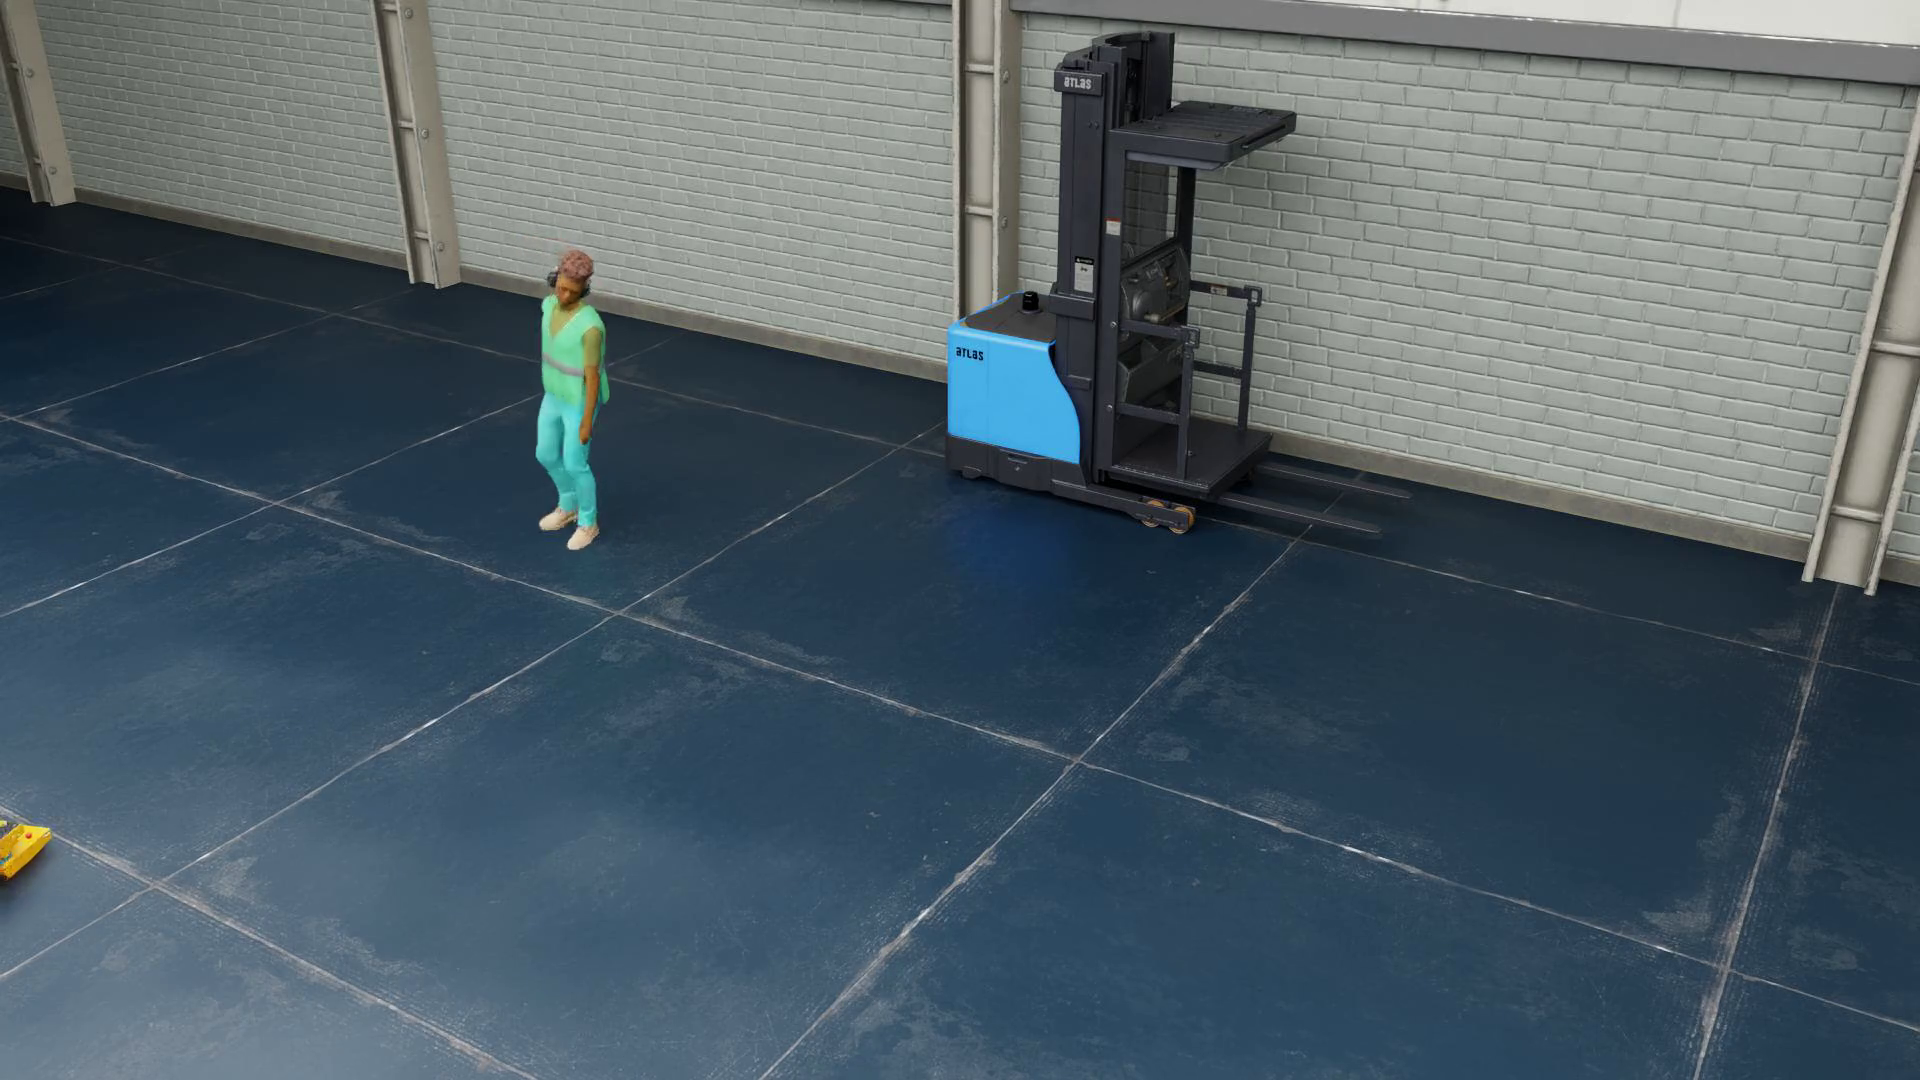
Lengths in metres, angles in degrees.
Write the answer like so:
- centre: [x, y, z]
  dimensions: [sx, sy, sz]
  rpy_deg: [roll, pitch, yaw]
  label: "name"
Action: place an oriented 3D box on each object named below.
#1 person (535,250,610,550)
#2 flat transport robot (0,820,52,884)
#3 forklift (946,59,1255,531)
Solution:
- centre: [-2.362, -0.860, 10.139]
  dimensions: [0.662, 1.929, 0.389]
  rpy_deg: [20, 32, 35]
  label: "person"
- centre: [-4.573, 1.565, 6.949]
  dimensions: [0.659, 0.231, 1.431]
  rpy_deg: [5, 26, 9]
  label: "flat transport robot"
- centre: [0.933, -1.707, 10.833]
  dimensions: [1.873, 2.768, 1.129]
  rpy_deg: [15, 29, 28]
  label: "forklift"
